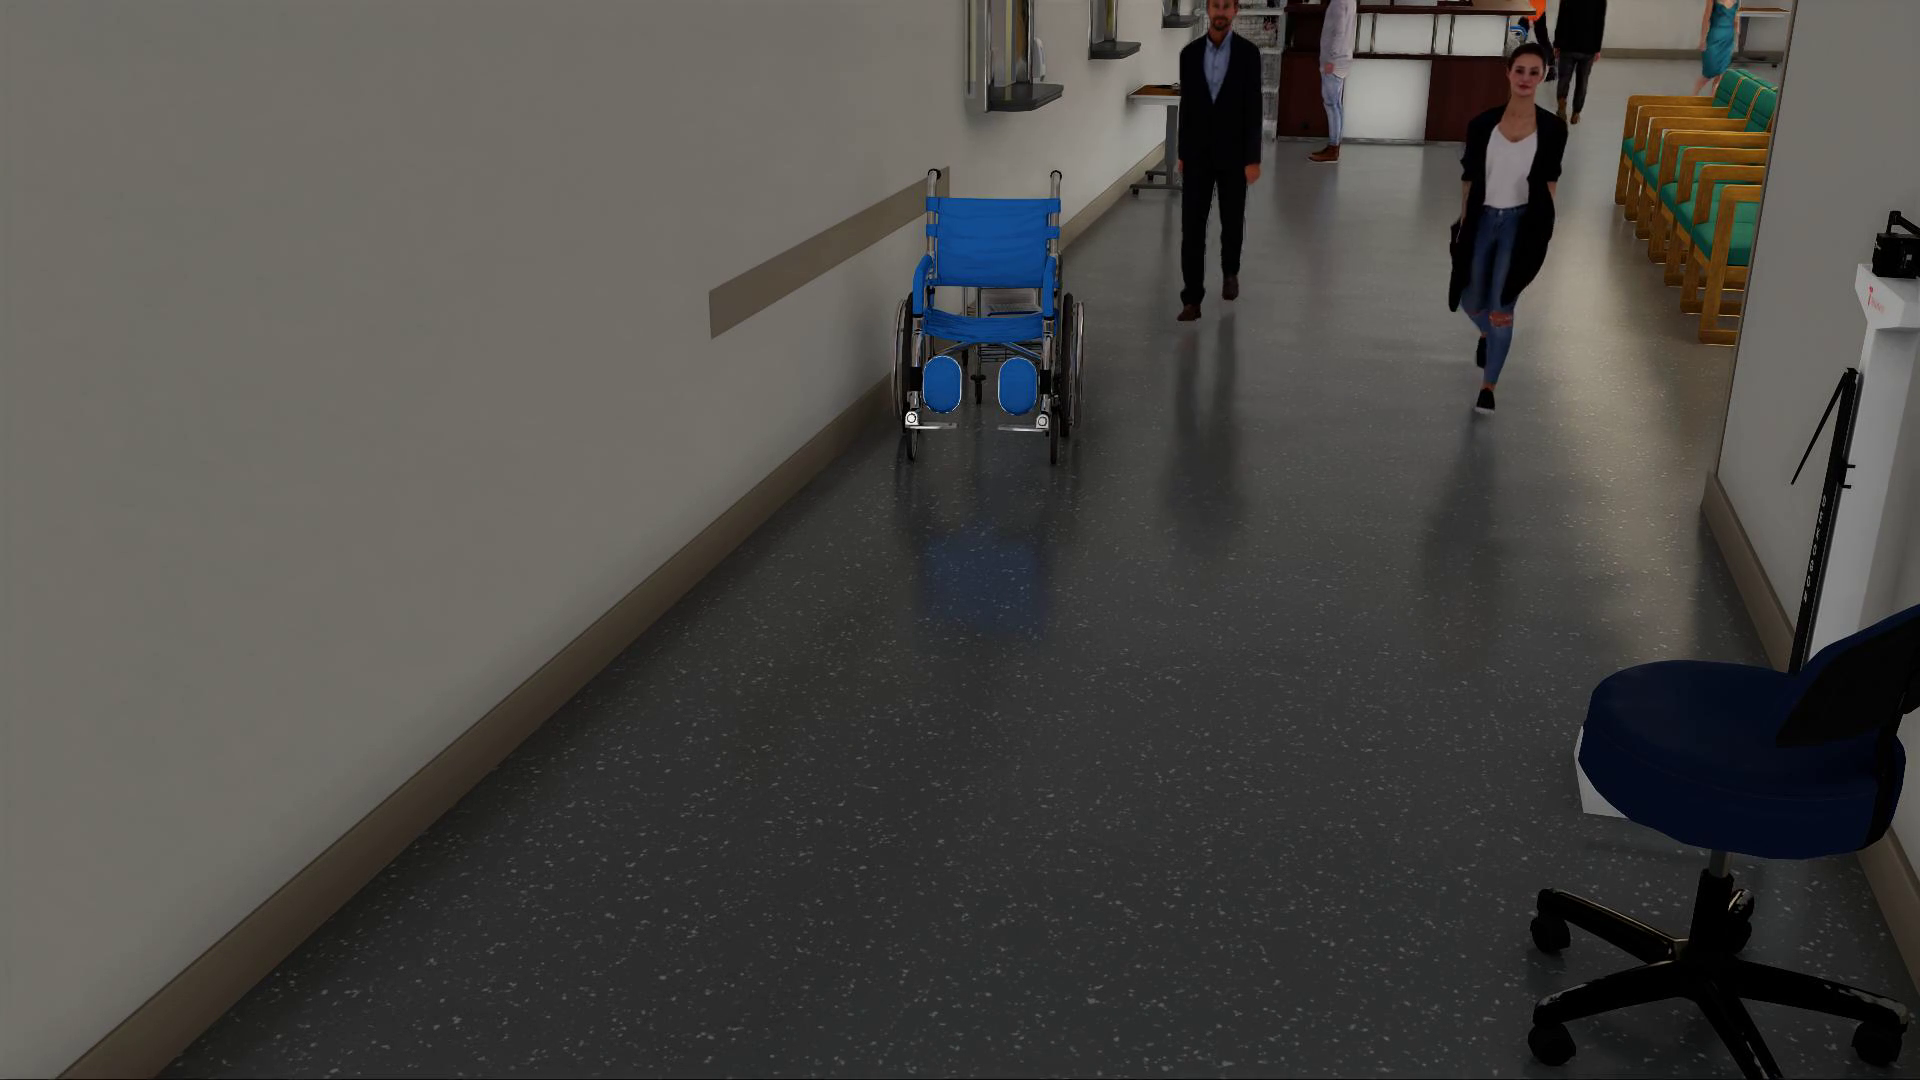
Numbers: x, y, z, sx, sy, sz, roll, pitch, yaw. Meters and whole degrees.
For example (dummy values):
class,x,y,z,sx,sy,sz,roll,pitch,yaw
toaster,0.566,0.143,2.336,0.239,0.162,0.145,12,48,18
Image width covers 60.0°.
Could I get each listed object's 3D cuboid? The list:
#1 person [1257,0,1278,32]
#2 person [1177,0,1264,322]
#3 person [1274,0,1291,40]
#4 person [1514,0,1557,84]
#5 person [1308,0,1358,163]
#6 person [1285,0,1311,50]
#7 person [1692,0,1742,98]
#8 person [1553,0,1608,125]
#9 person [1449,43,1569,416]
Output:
class,x,y,z,sx,sy,sz,roll,pitch,yaw
person,6.115,-10.774,32.291,1.008,1.735,0.989,-15,25,-34
person,1.492,-2.197,9.524,1.166,1.822,0.716,5,21,14
person,5.616,-9.364,28.762,0.976,1.597,0.945,-6,22,-16
person,7.765,-6.967,22.297,1.080,1.695,1.232,-17,26,-37
person,3.516,-4.489,15.549,0.584,1.841,0.700,7,22,19
person,4.950,-7.968,24.950,0.983,1.687,0.867,-7,22,-18
person,8.291,-5.427,18.264,0.697,1.672,0.736,-3,21,-7
person,6.677,-5.338,17.986,0.947,1.702,0.796,9,22,22
person,2.536,-1.449,7.772,0.942,1.663,0.785,9,23,23
